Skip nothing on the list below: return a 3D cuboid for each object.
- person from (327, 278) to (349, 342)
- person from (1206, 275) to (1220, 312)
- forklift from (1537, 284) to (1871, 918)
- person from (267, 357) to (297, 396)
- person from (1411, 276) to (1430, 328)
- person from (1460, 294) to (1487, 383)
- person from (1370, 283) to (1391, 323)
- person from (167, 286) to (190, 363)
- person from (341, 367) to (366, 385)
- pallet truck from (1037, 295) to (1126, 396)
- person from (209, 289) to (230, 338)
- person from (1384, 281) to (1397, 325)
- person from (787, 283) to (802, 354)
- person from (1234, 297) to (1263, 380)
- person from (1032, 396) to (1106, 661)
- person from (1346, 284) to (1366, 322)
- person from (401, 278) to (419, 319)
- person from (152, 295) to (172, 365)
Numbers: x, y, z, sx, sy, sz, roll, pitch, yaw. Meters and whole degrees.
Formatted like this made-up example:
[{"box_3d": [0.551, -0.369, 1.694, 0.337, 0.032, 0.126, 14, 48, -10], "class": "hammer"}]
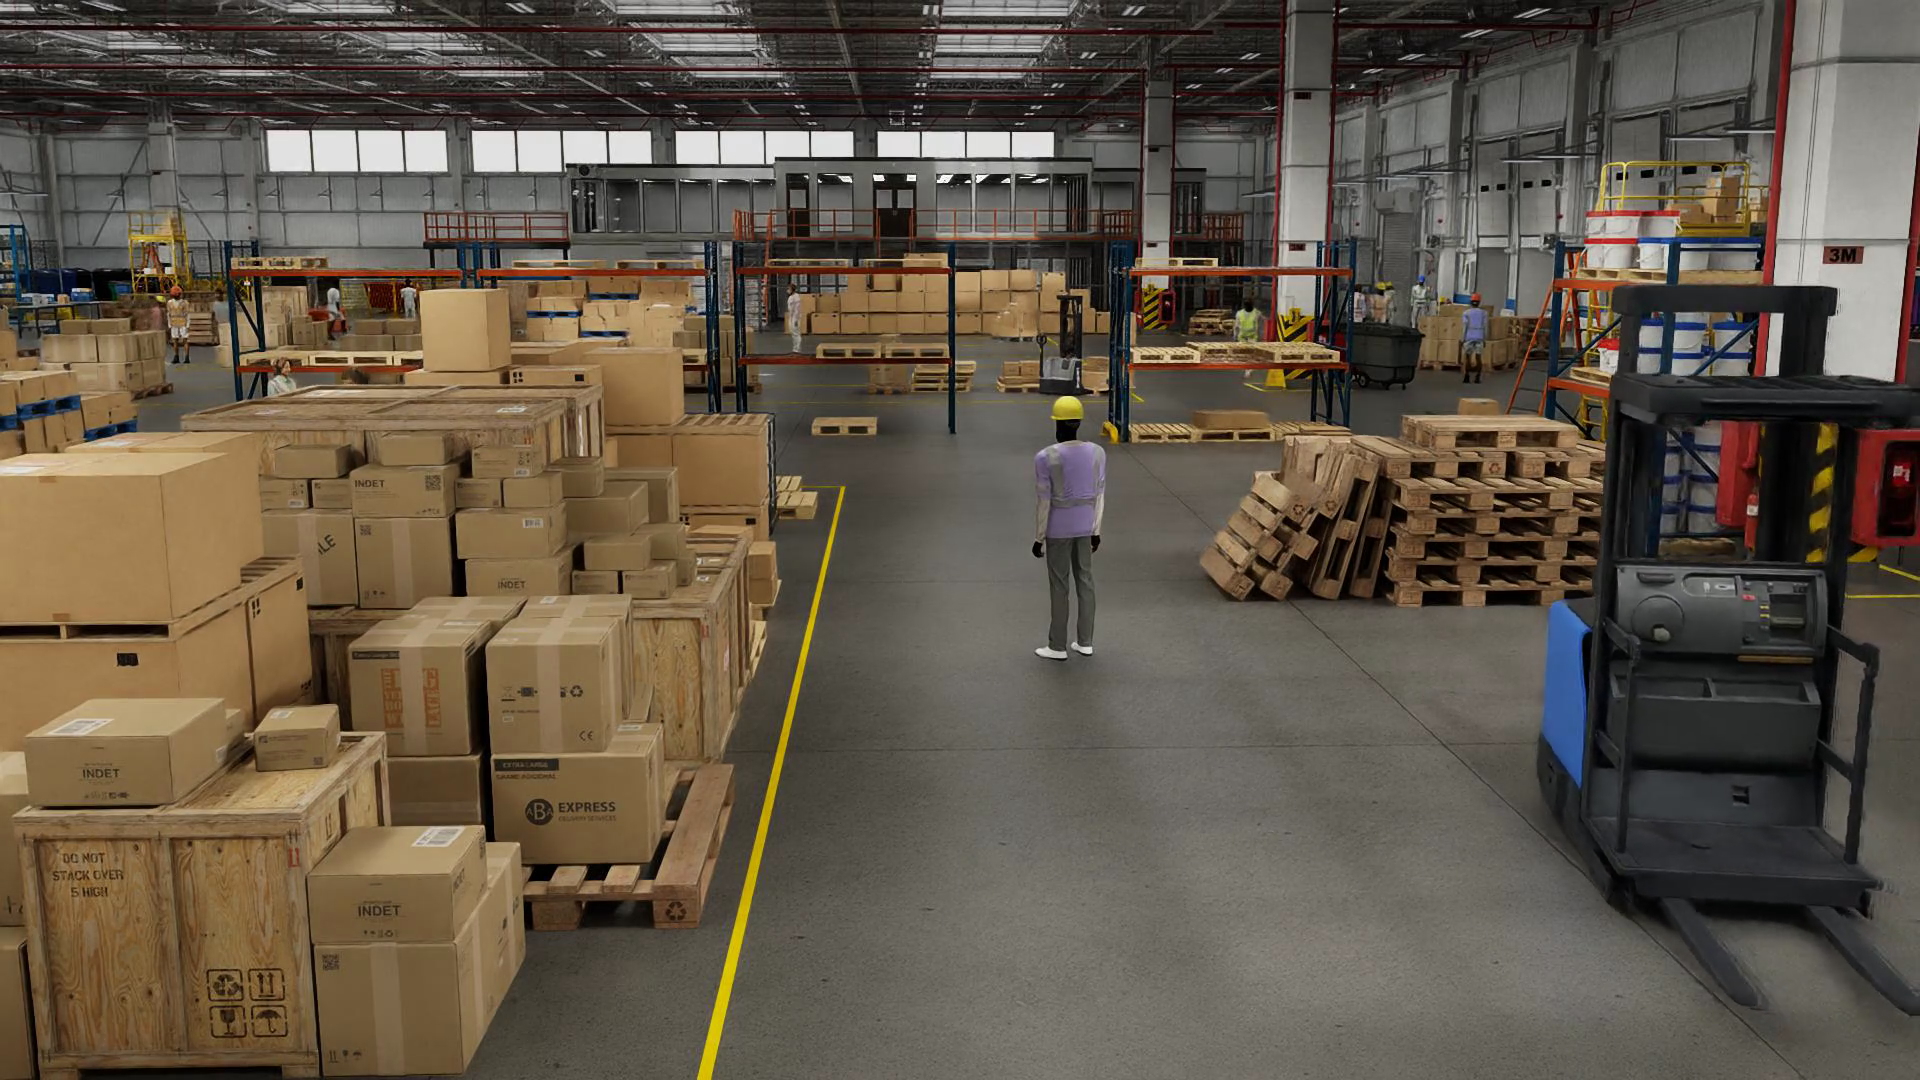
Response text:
[{"box_3d": [-18.886, -6.997, 50.602, 0.637, 1.924, 0.939, 8, 13, 39], "class": "person"}, {"box_3d": [10.867, -10.785, 71.563, 0.612, 1.986, 0.407, 3, 11, 17], "class": "person"}, {"box_3d": [3.616, 0.151, 8.138, 1.129, 2.768, 1.873, 1, 10, 8], "class": "forklift"}, {"box_3d": [-8.235, -1.413, 20.308, 0.306, 1.640, 0.522, 2, 10, 11], "class": "person"}, {"box_3d": [14.930, -7.603, 53.963, 0.603, 1.938, 0.401, 2, 10, 12], "class": "person"}, {"box_3d": [11.062, -4.333, 35.815, 0.617, 1.909, 0.623, 0, 10, 0], "class": "person"}, {"box_3d": [11.874, -6.323, 47.057, 0.587, 1.879, 0.986, 1, 10, 5], "class": "person"}, {"box_3d": [-19.515, -5.375, 41.541, 0.545, 1.942, 0.354, -1, 10, -5], "class": "person"}, {"box_3d": [-5.469, -0.611, 15.105, 0.642, 1.901, 0.901, 6, 12, 31], "class": "person"}, {"box_3d": [2.483, -3.881, 33.060, 1.885, 1.965, 0.823, -7, 13, -36], "class": "pallet truck"}, {"box_3d": [-18.691, -5.410, 42.017, 0.533, 1.848, 0.677, 2, 10, 8], "class": "person"}, {"box_3d": [14.305, -7.762, 55.489, 0.509, 1.718, 0.458, 6, 12, 32], "class": "person"}, {"box_3d": [-4.418, -5.870, 44.349, 0.367, 1.932, 0.623, -5, 11, -24], "class": "person"}, {"box_3d": [6.403, -4.474, 36.877, 0.631, 1.823, 0.701, 5, 11, 26], "class": "person"}, {"box_3d": [0.780, -0.083, 12.098, 0.588, 1.927, 0.370, -6, 12, -31], "class": "person"}, {"box_3d": [11.286, -6.357, 47.286, 0.429, 1.842, 0.634, -8, 13, -38], "class": "person"}, {"box_3d": [-17.482, -7.367, 52.838, 0.520, 1.871, 0.326, -2, 10, -13], "class": "person"}, {"box_3d": [-19.755, -5.143, 40.825, 0.646, 1.727, 0.583, -7, 12, -34], "class": "person"}]
